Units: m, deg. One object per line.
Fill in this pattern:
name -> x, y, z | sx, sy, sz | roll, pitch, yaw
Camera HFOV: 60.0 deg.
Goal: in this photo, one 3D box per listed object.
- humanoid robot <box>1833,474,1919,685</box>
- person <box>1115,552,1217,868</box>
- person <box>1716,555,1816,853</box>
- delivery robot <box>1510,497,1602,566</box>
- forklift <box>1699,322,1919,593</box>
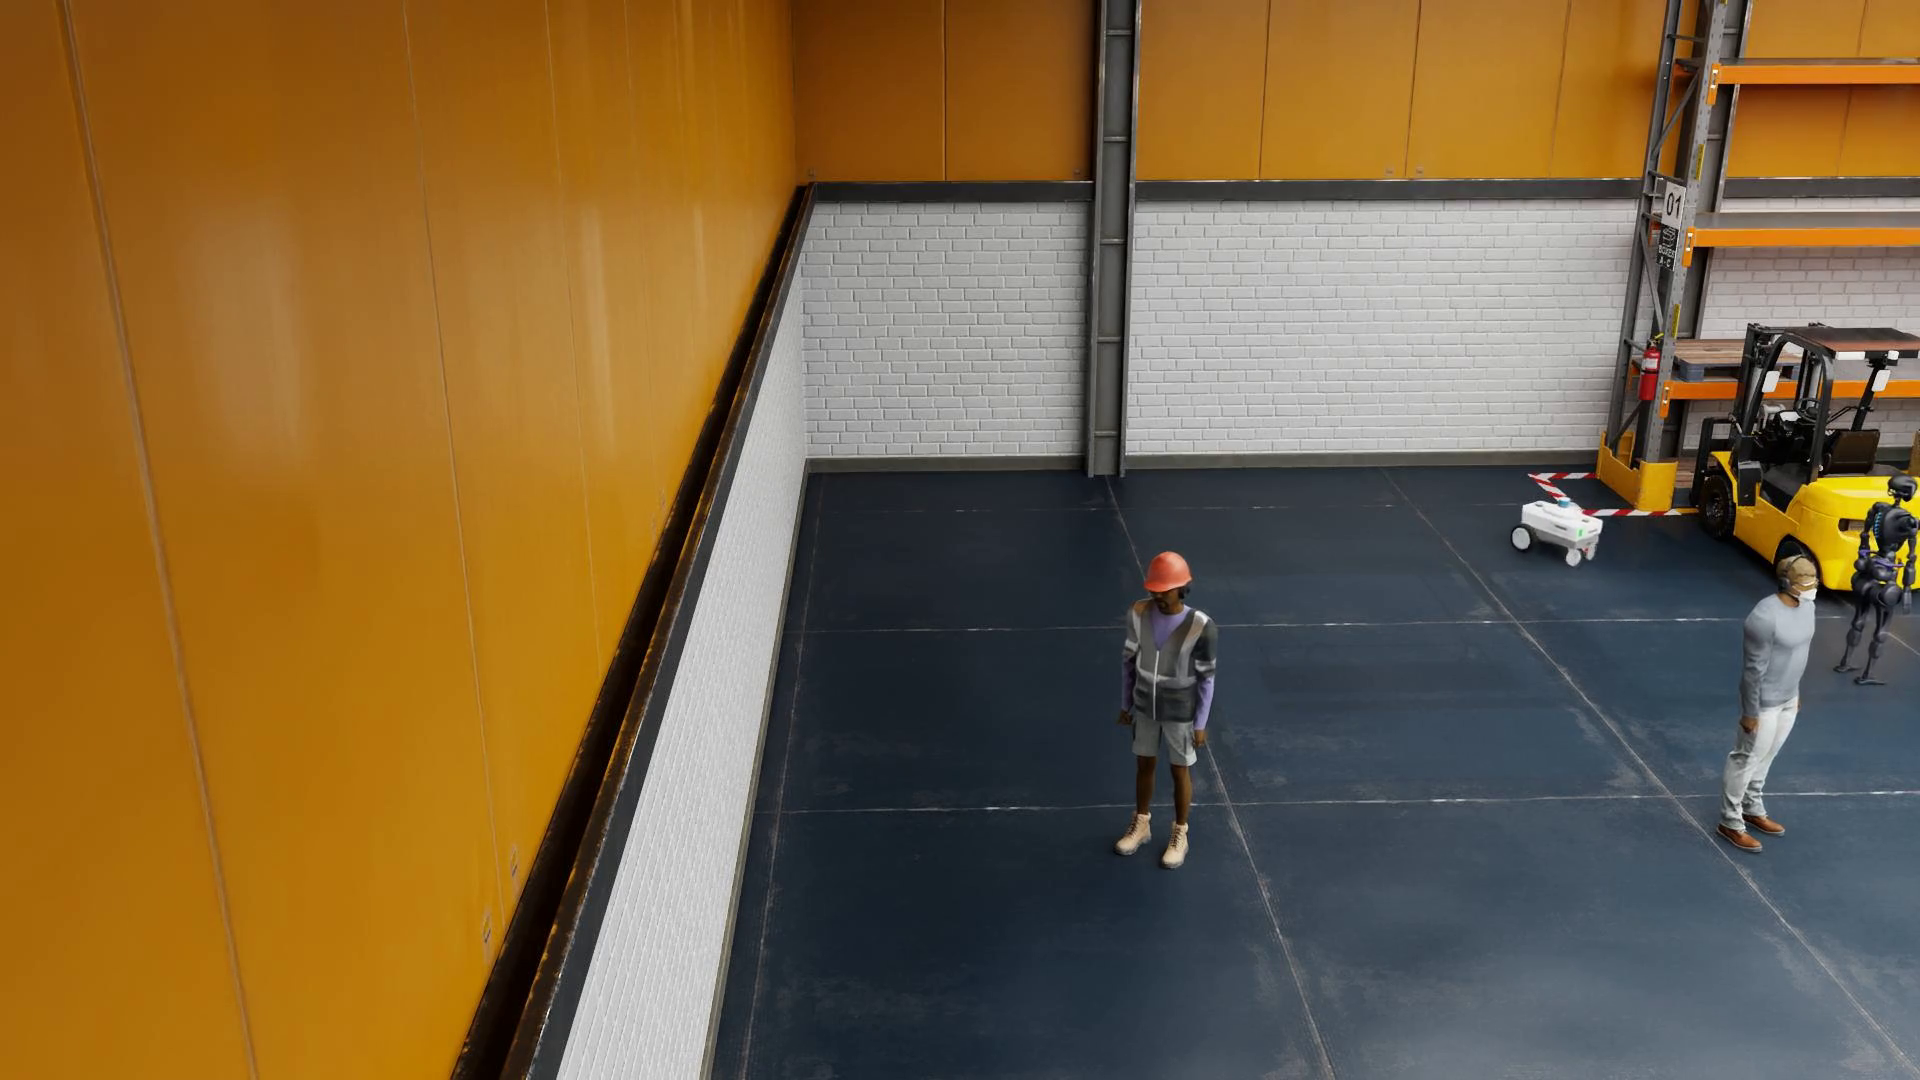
humanoid robot -> 7.059, 0.285, 12.743 | 0.322, 1.655, 0.601 | -4, 21, -11
person -> 1.245, 1.033, 10.195 | 0.608, 2.043, 0.373 | 12, 24, 30
person -> 5.083, 1.003, 10.424 | 0.635, 1.939, 0.365 | -15, 25, -36
delivery robot -> 5.552, -0.104, 15.448 | 0.524, 0.613, 0.785 | -13, 24, -31
forklift -> 7.809, -0.792, 14.926 | 1.214, 2.155, 2.313 | -1, 20, -2
